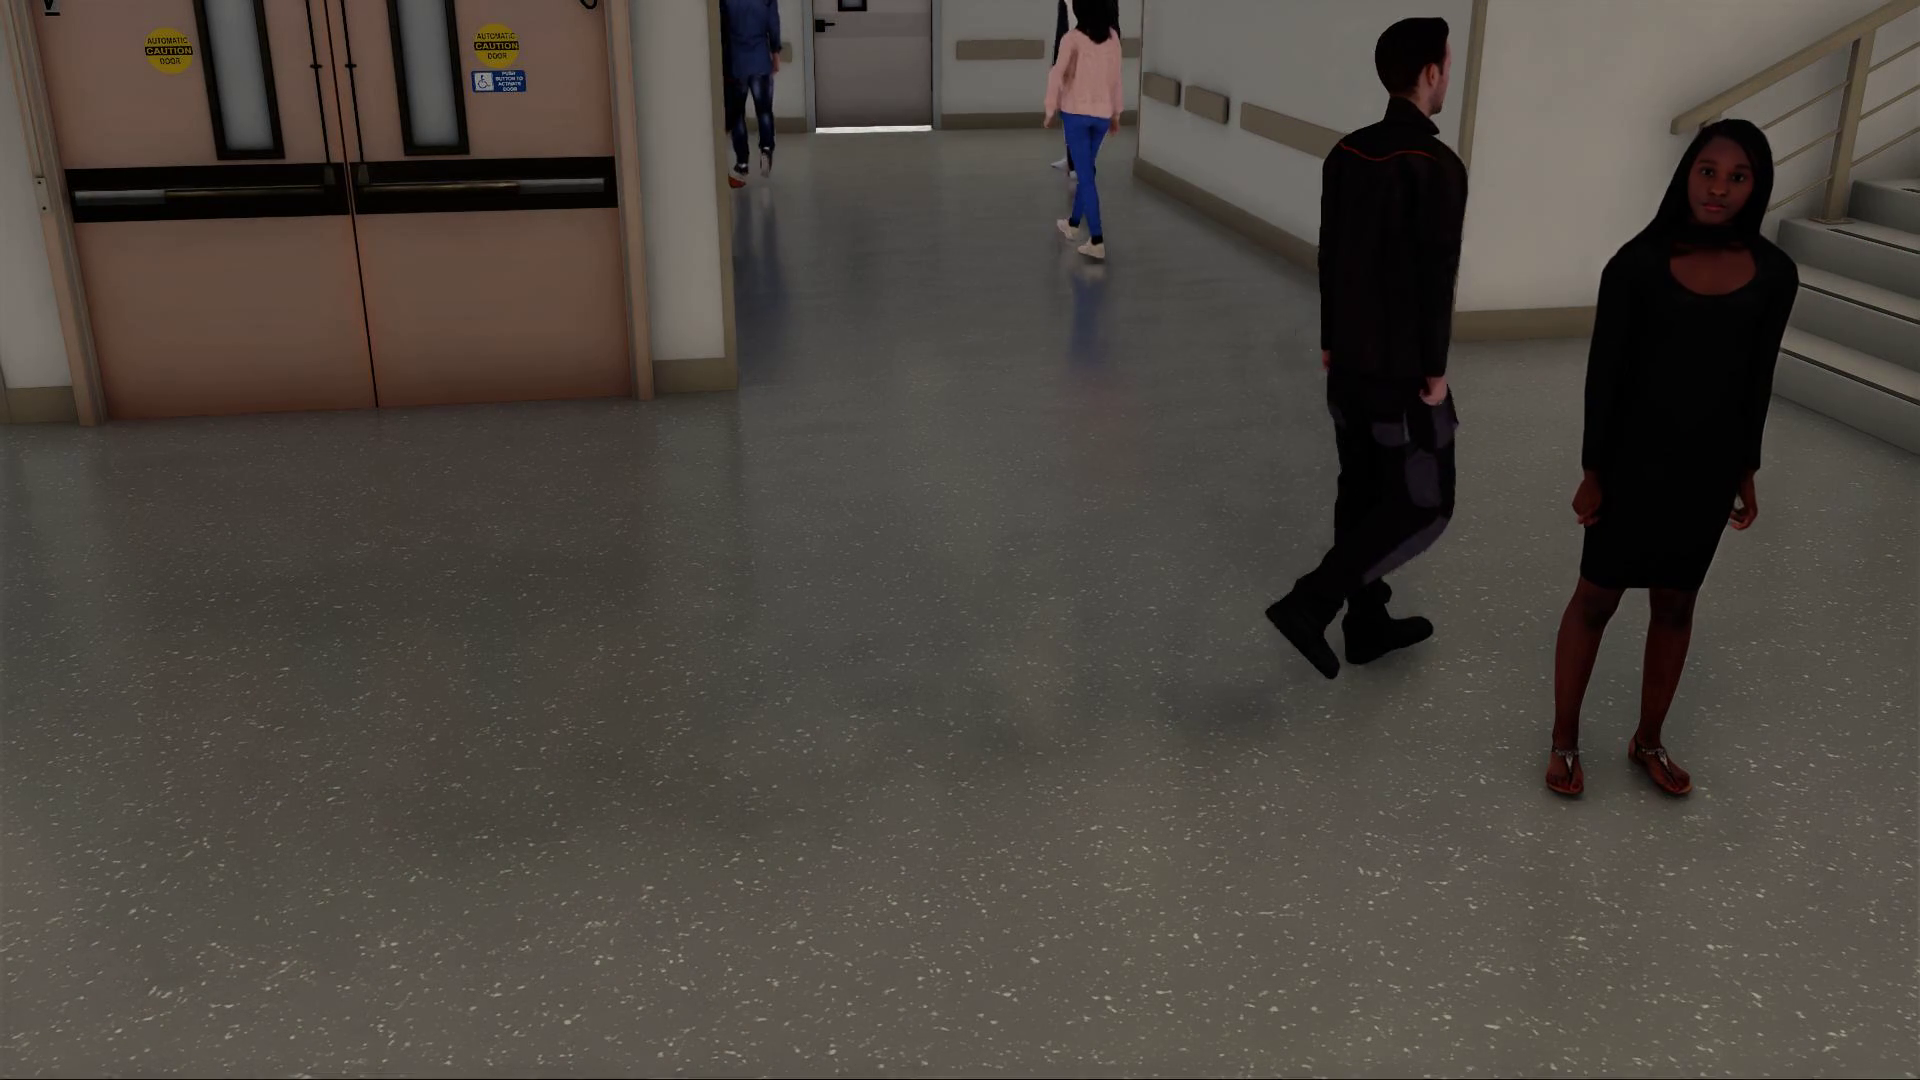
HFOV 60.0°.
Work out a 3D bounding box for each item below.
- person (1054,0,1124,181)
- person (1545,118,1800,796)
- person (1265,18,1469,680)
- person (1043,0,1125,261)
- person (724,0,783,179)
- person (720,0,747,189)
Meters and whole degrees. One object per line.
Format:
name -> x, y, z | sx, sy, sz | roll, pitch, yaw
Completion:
person -> 1.076, -3.957, 13.926 | 0.872, 1.879, 0.964 | 4, 21, 11
person -> 1.767, -0.177, 4.166 | 0.526, 1.721, 0.717 | 1, 21, 3
person -> 1.162, -0.479, 4.711 | 1.036, 1.901, 0.840 | -10, 23, -24
person -> 0.864, -2.692, 10.781 | 1.028, 1.740, 0.909 | -11, 23, -27
person -> -1.768, -3.940, 13.983 | 0.990, 1.805, 0.823 | -4, 21, -11
person -> -2.089, -3.806, 13.633 | 0.996, 1.802, 0.900 | 5, 21, 14
